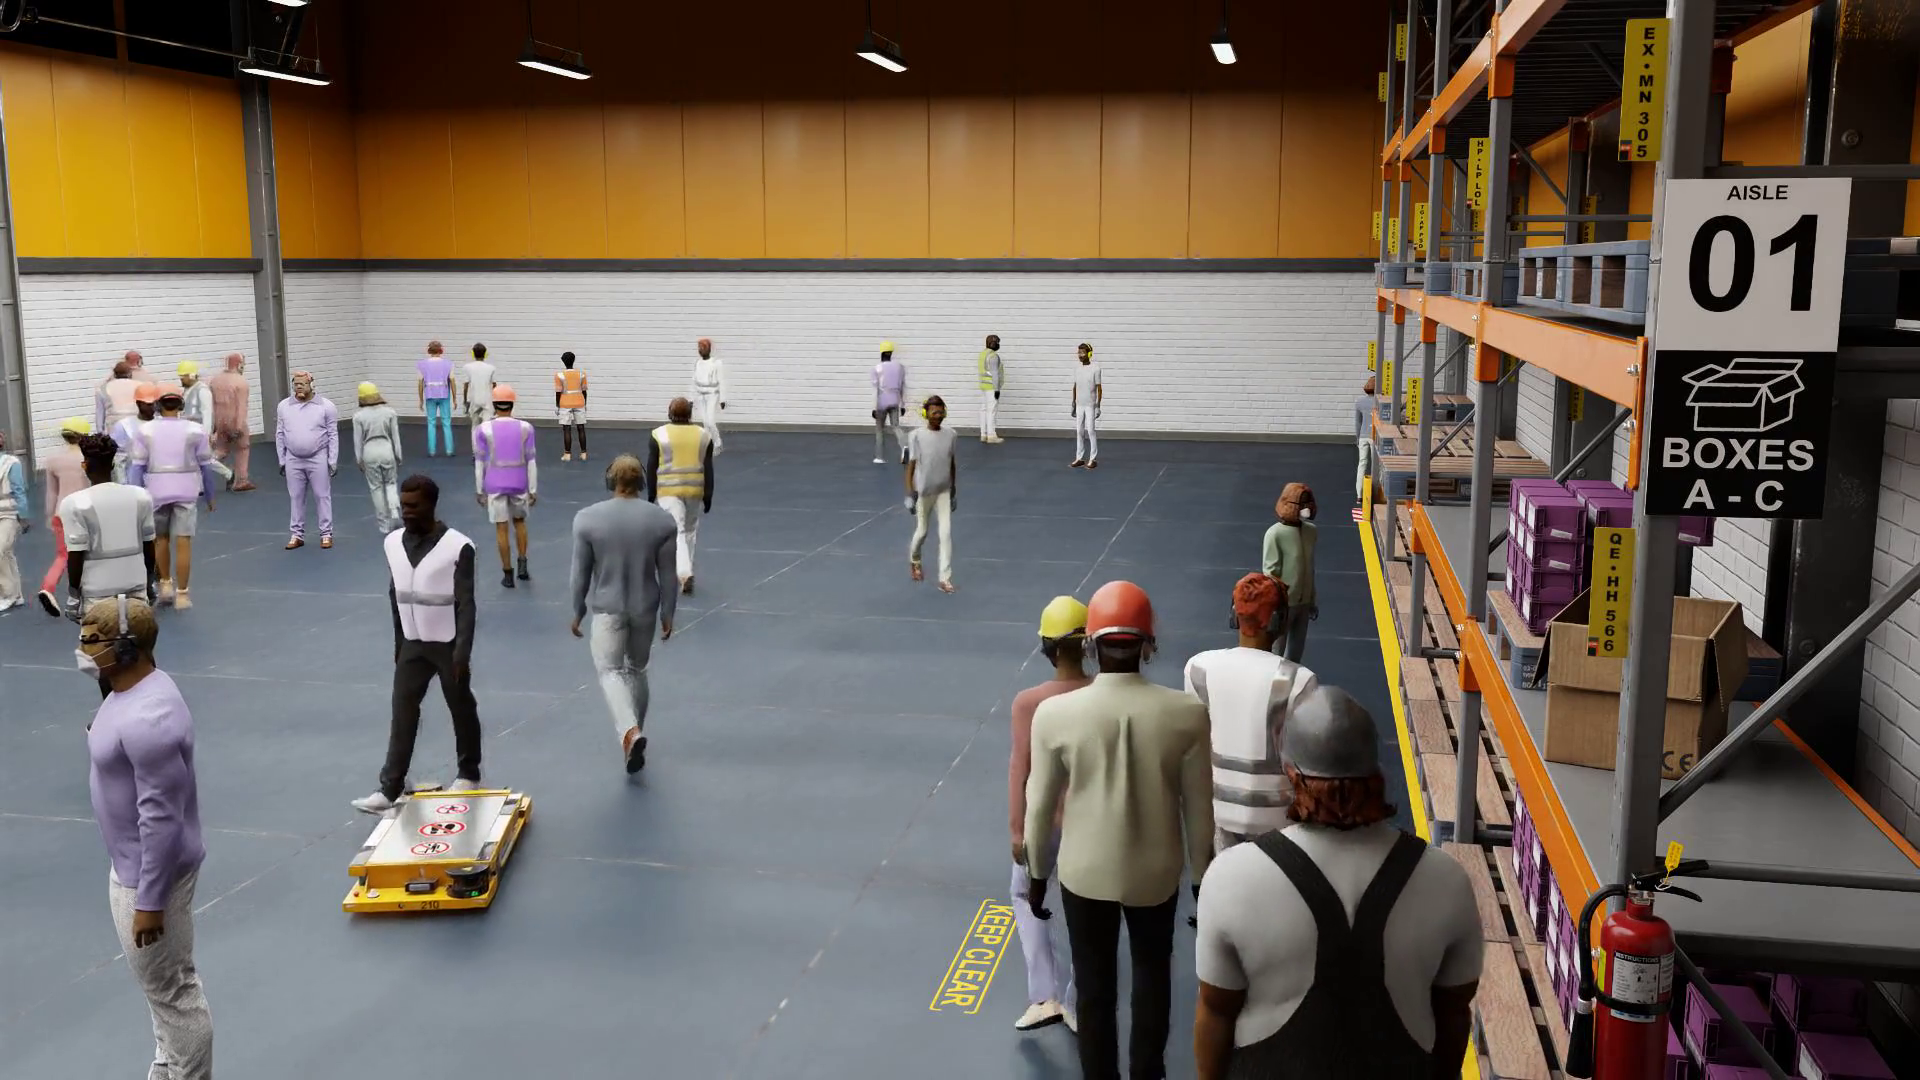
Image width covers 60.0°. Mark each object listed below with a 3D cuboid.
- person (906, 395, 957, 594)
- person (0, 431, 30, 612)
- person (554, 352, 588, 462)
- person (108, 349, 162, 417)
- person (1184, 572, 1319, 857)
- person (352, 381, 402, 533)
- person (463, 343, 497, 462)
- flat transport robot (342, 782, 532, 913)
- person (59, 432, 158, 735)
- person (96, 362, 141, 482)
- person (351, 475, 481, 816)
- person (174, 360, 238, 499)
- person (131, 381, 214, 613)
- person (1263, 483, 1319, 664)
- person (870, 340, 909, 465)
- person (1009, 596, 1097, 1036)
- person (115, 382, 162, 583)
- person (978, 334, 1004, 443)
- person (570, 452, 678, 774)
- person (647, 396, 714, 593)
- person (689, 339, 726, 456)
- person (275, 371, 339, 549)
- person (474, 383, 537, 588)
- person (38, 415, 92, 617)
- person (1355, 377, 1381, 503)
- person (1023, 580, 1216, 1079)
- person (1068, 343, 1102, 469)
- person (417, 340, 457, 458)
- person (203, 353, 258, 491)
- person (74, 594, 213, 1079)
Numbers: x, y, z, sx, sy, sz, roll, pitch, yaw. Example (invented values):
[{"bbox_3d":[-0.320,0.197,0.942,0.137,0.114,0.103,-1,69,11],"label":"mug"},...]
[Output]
[{"bbox_3d":[-0.278,-0.460,15.625,0.528,1.836,0.916,-3,10,-20],"label":"person"},{"bbox_3d":[-8.406,-0.169,14.482,0.559,1.615,0.538,3,10,20],"label":"person"},{"bbox_3d":[-5.984,-2.052,25.621,0.531,1.692,0.320,-6,11,-31],"label":"person"},{"bbox_3d":[-11.081,-1.622,22.442,0.670,1.887,0.448,-1,9,-5],"label":"person"},{"bbox_3d":[1.115,1.055,6.323,0.573,1.887,0.355,7,12,36],"label":"person"},{"bbox_3d":[-6.570,-0.933,18.766,0.517,1.718,0.370,-5,11,-29],"label":"person"},{"bbox_3d":[-7.240,-2.055,25.185,0.492,1.841,0.821,-1,10,-8],"label":"person"},{"bbox_3d":[-2.599,1.519,8.384,0.652,0.197,1.431,-1,9,-6],"label":"flat transport robot"},{"bbox_3d":[-5.458,0.289,10.695,0.361,1.963,0.612,6,11,31],"label":"person"},{"bbox_3d":[-10.713,-1.383,21.351,0.651,1.787,0.935,-5,10,-26],"label":"person"},{"bbox_3d":[-2.967,0.591,9.127,0.619,1.876,0.938,3,10,19],"label":"person"},{"bbox_3d":[-9.793,-1.427,21.541,0.598,1.805,0.594,8,12,39],"label":"person"},{"bbox_3d":[-6.913,-0.391,14.650,0.627,2.008,0.793,-3,10,-17],"label":"person"},{"bbox_3d":[2.153,0.433,10.828,0.507,1.631,0.265,-8,12,-41],"label":"person"},{"bbox_3d":[-1.047,-2.065,25.100,0.592,1.904,0.790,-5,11,-28],"label":"person"},{"bbox_3d":[0.412,1.091,6.523,0.528,1.753,0.372,-3,10,-20],"label":"person"},{"bbox_3d":[-7.692,-0.543,15.819,0.579,1.926,0.387,-8,12,-40],"label":"person"},{"bbox_3d":[0.540,-2.580,28.364,0.429,1.839,0.634,-4,10,-21],"label":"person"},{"bbox_3d":[-1.996,0.433,10.012,0.638,1.915,0.821,-4,10,-24],"label":"person"},{"bbox_3d":[-2.588,-0.433,15.526,0.613,1.815,0.890,-5,11,-28],"label":"person"},{"bbox_3d":[-3.952,-2.216,26.092,0.581,1.869,0.438,7,12,35],"label":"person"},{"bbox_3d":[-6.962,-0.850,17.738,0.639,1.910,0.407,-1,9,-6],"label":"person"},{"bbox_3d":[-4.302,-0.517,15.718,0.544,1.919,0.577,-5,10,-26],"label":"person"},{"bbox_3d":[-7.672,-0.200,14.349,0.535,1.733,0.777,0,9,3],"label":"person"},{"bbox_3d":[5.209,-1.254,20.996,0.289,1.633,0.497,-8,12,-40],"label":"person"},{"bbox_3d":[0.532,1.111,5.687,0.643,1.979,0.516,0,9,-1],"label":"person"},{"bbox_3d":[1.871,-1.992,24.731,0.528,1.869,0.313,8,12,40],"label":"person"},{"bbox_3d":[-8.192,-2.204,26.090,0.570,1.840,0.373,-2,10,-12],"label":"person"},{"bbox_3d":[-9.745,-1.543,22.066,0.661,1.869,0.759,4,10,23],"label":"person"},{"bbox_3d":[-2.775,1.137,5.672,0.372,1.940,0.630,-6,11,-32],"label":"person"}]
